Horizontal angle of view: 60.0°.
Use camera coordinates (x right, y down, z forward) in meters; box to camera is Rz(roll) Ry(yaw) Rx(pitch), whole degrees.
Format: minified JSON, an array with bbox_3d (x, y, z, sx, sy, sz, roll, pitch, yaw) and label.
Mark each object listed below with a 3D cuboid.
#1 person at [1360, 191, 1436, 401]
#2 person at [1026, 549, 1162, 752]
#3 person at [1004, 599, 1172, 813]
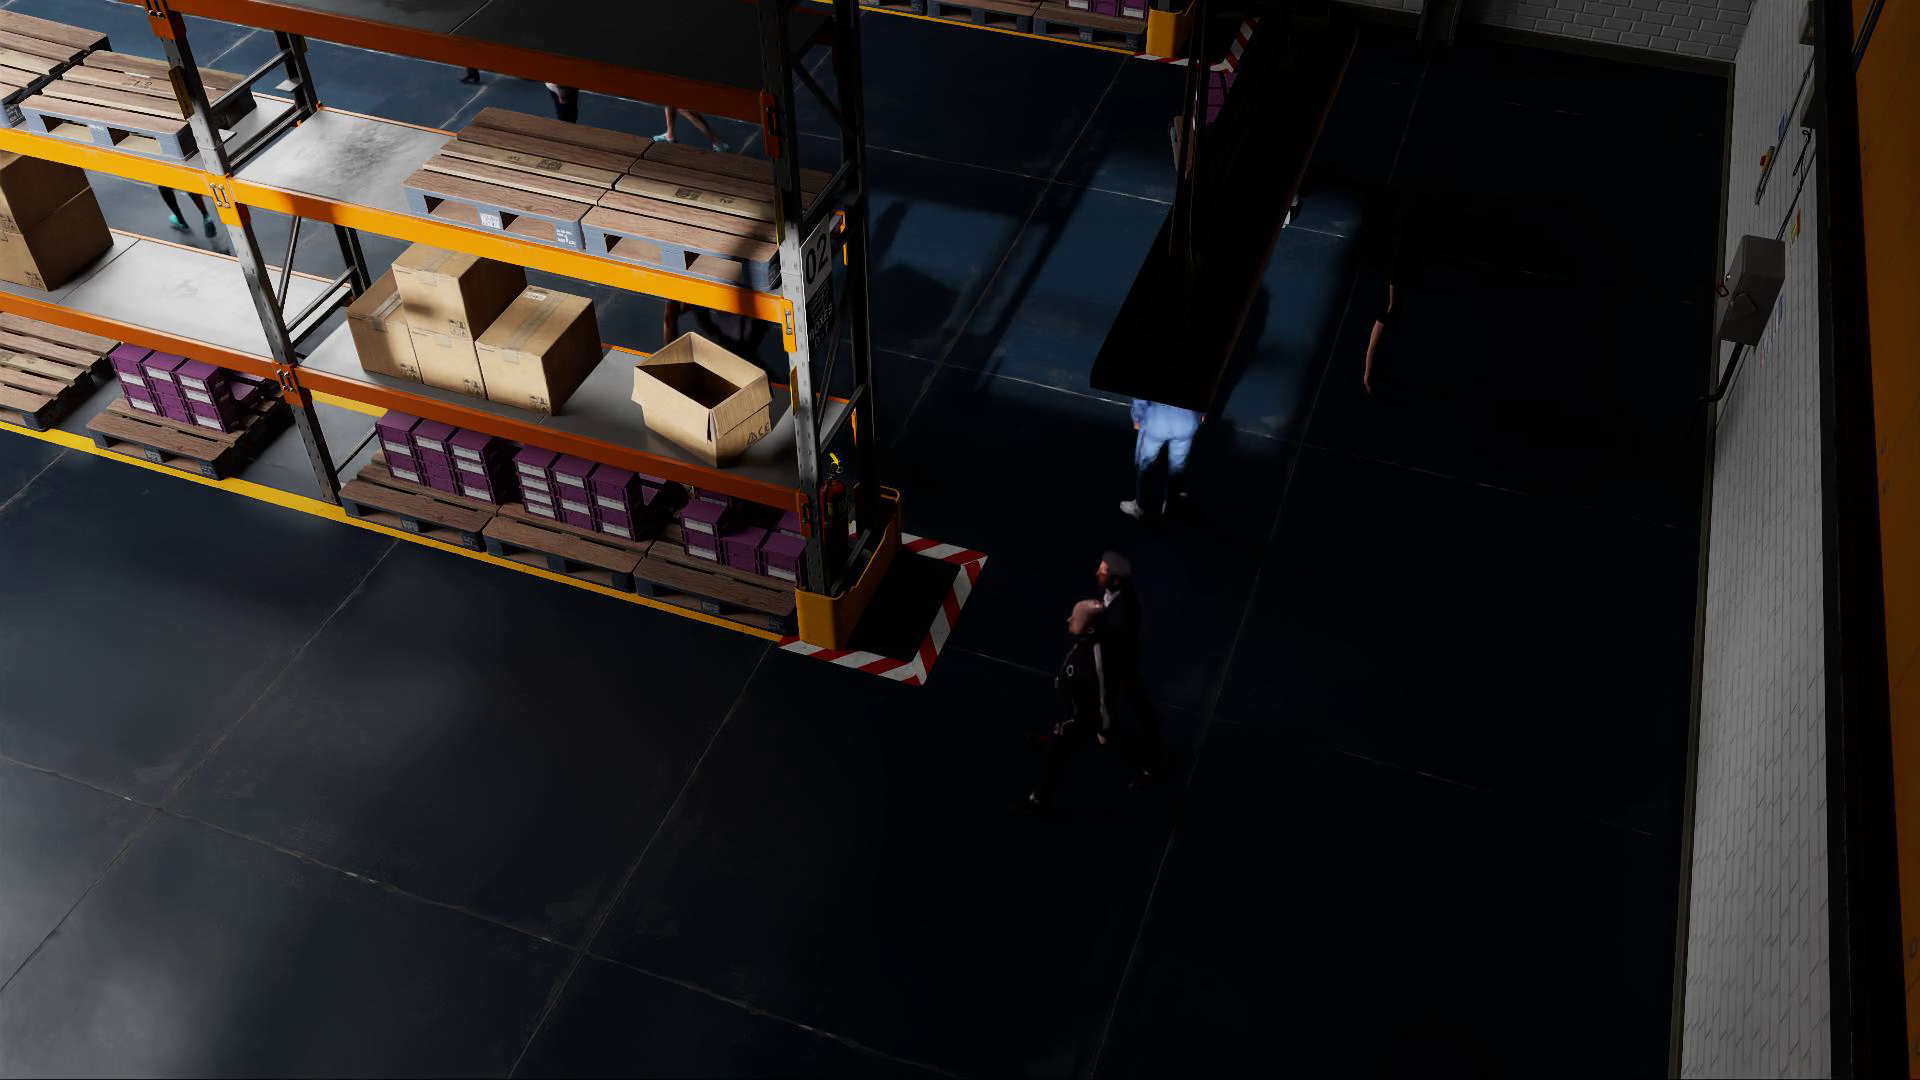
[{"bbox_3d":[3.353,-1.917,12.890,0.493,1.803,0.594,16,46,16],"label":"person"},{"bbox_3d":[1.050,0.728,10.205,1.204,1.676,0.940,-3,44,-4],"label":"person"},{"bbox_3d":[0.863,0.993,9.845,1.334,1.790,0.918,2,44,2],"label":"person"}]
